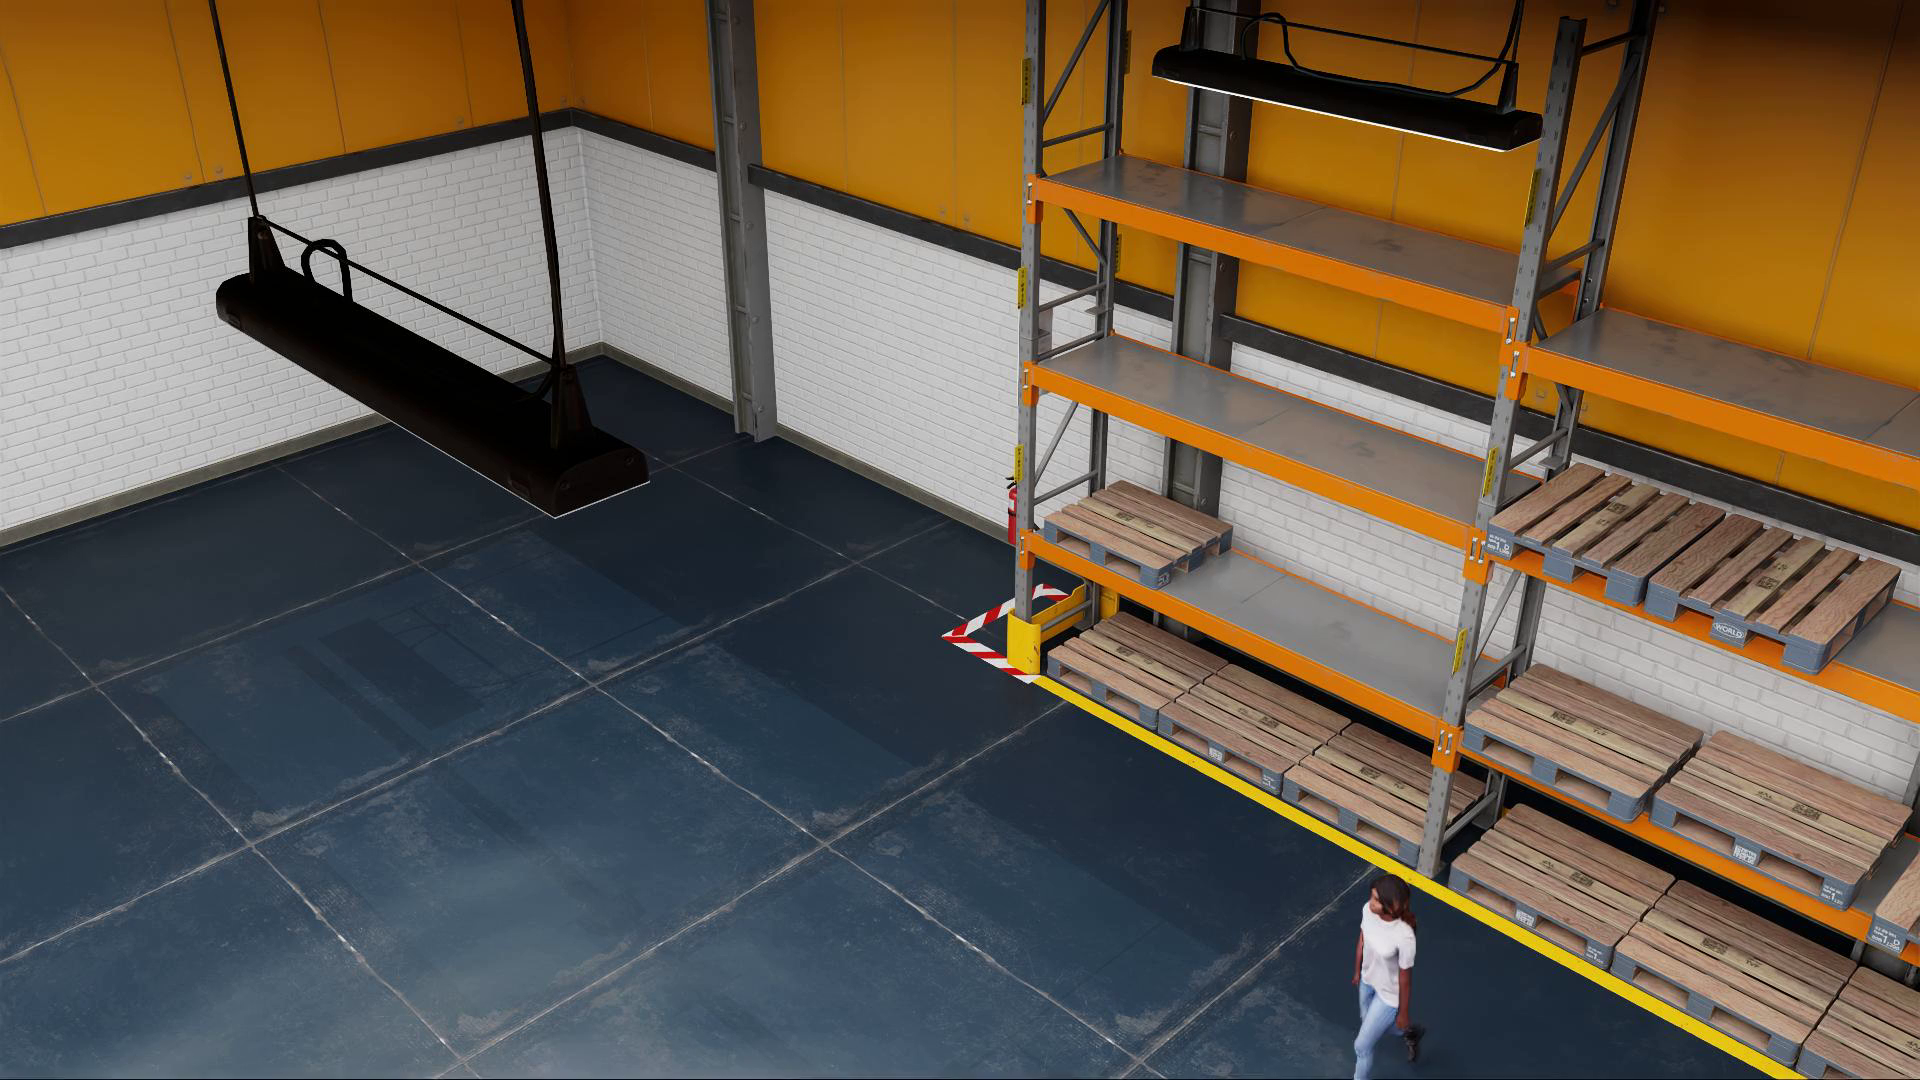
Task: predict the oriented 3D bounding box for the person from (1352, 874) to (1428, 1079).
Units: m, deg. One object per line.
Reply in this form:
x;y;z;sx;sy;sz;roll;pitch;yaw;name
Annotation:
2.561;2.633;9.802;0.931;1.691;1.058;-13;31;-23;person
